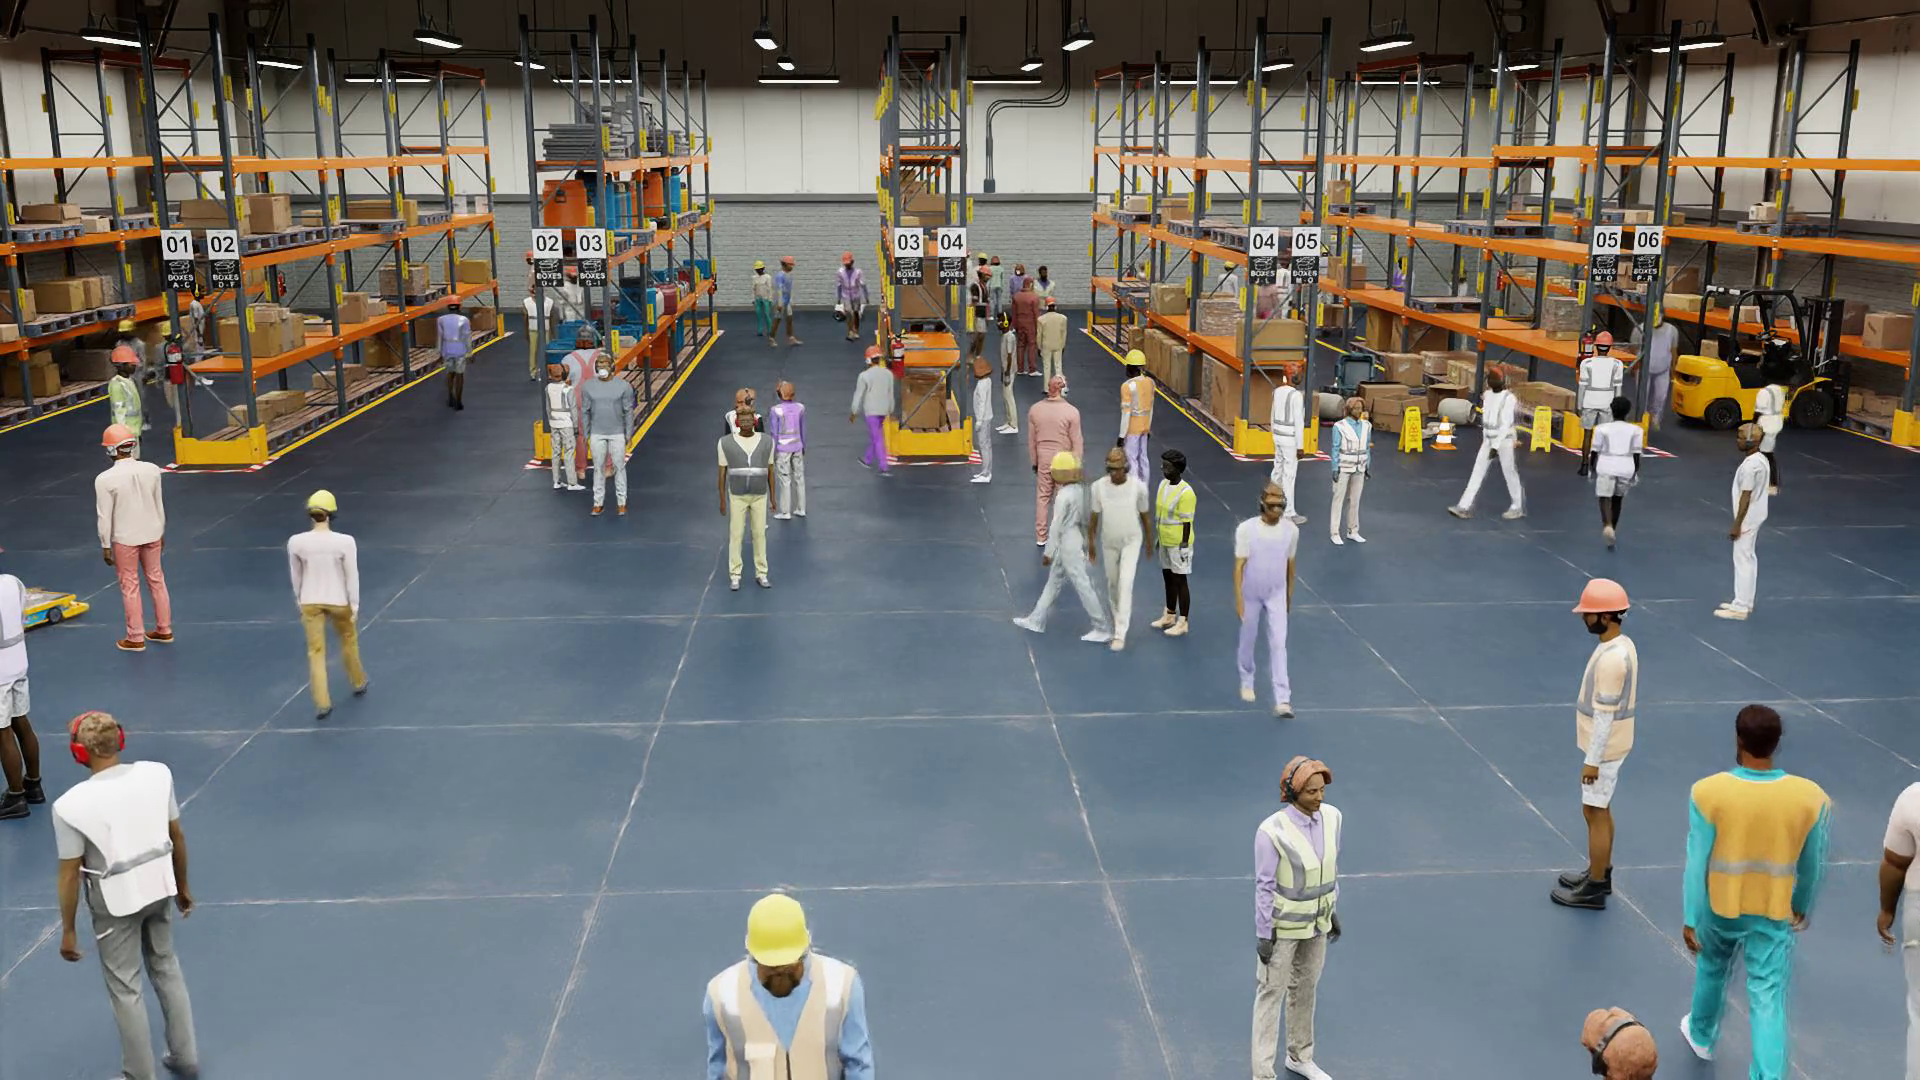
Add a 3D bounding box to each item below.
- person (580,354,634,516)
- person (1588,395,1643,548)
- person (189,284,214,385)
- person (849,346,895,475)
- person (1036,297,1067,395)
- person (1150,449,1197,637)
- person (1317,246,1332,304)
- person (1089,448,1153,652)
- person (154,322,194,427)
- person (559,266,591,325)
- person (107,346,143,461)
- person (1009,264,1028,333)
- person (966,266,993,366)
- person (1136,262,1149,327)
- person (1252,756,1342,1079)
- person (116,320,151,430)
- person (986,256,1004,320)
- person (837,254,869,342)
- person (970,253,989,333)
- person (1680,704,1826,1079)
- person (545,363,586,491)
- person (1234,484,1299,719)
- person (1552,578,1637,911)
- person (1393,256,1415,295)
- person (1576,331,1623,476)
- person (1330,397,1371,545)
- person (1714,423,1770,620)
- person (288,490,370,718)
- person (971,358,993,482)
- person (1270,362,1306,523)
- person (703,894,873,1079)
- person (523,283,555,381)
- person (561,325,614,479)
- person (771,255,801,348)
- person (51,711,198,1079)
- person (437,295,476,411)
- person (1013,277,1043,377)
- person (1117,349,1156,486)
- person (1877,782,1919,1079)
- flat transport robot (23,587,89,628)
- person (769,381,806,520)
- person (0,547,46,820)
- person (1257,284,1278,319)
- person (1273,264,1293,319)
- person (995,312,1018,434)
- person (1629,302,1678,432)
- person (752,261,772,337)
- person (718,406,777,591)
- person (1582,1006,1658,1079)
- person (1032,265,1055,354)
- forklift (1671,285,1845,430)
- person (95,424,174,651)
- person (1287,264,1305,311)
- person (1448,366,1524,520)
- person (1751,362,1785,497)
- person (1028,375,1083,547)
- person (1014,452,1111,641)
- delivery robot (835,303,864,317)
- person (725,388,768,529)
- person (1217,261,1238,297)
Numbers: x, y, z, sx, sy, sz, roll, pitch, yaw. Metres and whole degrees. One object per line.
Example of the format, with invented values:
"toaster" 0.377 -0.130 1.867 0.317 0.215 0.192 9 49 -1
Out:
"person" -4.187 -1.249 19.777 0.631 1.940 0.372 -1 13 -3
"person" 7.195 -0.749 18.246 0.530 1.666 0.787 2 13 10
"person" -14.049 -3.792 30.741 0.329 1.858 0.506 -5 14 -20
"person" -1.205 -1.754 22.390 0.585 1.704 0.873 -12 18 -41
"person" 1.615 -3.445 29.526 0.550 1.734 0.383 -3 14 -12
"person" 1.924 0.017 14.952 0.319 1.694 0.533 -5 14 -22
"person" 9.422 -6.690 43.049 0.588 1.835 0.403 0 13 1
"person" 1.433 0.016 14.754 0.537 1.797 0.931 4 14 15
"person" -11.953 -2.470 25.381 0.509 1.733 0.763 0 13 1
"person" -7.707 -4.521 33.514 0.632 1.990 1.039 -8 15 -29
"person" -9.801 -1.272 19.675 0.402 2.033 0.605 -3 14 -13
"person" 1.401 -5.707 39.316 0.498 1.633 0.279 3 14 14
"person" 0.405 -4.459 33.257 0.424 2.018 0.665 5 14 20
"person" 4.437 -5.902 40.173 0.597 1.605 0.640 -9 16 -35
"person" 1.541 1.771 7.624 0.522 1.640 0.306 -10 16 -35
"person" -12.748 -2.499 25.543 0.495 1.714 0.790 0 13 1
"person" 0.900 -6.425 42.385 0.506 1.624 0.288 -8 15 -30
"person" -2.424 -5.504 37.742 0.740 1.972 1.073 1 13 5
"person" 0.464 -5.838 39.343 0.566 1.876 0.625 -6 14 -23
"person" 3.612 1.669 7.599 0.609 1.867 1.038 3 14 11
"person" -5.062 -1.440 21.225 0.511 1.641 0.307 8 16 31
"person" 2.359 0.470 12.801 0.519 1.794 0.975 0 13 -1
"person" 3.669 1.166 9.585 0.389 1.925 0.547 6 15 24
"person" 10.338 -5.709 38.910 0.429 1.837 0.627 -6 15 -24
"person" 8.498 -1.807 22.147 0.551 1.934 0.373 3 14 14
"person" 4.314 -0.771 18.385 0.514 1.645 0.307 -6 15 -25
"person" 7.298 -0.175 15.445 0.336 1.839 0.503 9 16 34
"person" -4.924 0.460 12.992 0.528 1.734 0.846 -2 13 -9
"person" 0.292 -1.570 21.790 0.287 1.633 0.497 2 13 10
"person" 3.833 -1.136 19.418 0.357 1.883 0.573 -5 14 -20
"person" -0.620 2.079 6.045 0.587 1.777 0.959 -2 13 -10
"person" -7.924 -3.933 31.342 0.563 1.847 0.394 -6 14 -22
"person" -4.921 -1.834 22.037 0.673 2.000 0.536 -3 14 -14
"person" -3.875 -5.223 36.466 0.594 2.026 0.646 3 14 12
"person" -3.831 1.675 7.649 0.443 1.823 0.594 7 15 27
"person" -8.415 -3.127 27.788 0.560 1.910 0.561 1 13 5
"person" 1.318 -4.090 31.889 0.641 1.905 0.408 12 18 41
"person" 2.125 -1.352 20.233 0.358 1.930 0.590 12 18 40
"person" 4.416 1.647 7.290 0.703 2.000 0.979 7 15 29
"flat transport robot" -8.726 0.701 15.090 0.652 0.197 1.431 4 14 16
"person" -2.027 -1.052 19.586 0.523 1.638 0.311 -13 18 -43
"person" -6.278 0.864 10.828 0.358 1.937 0.548 -1 13 -3
"person" 6.497 -4.863 35.582 0.549 1.702 0.924 11 17 39
"person" 7.408 -5.556 38.156 0.358 1.880 0.575 -8 16 -32
"person" 0.719 -2.564 25.530 0.325 1.861 0.503 -2 13 -8
"person" 10.586 -2.638 25.445 0.697 2.000 0.583 4 14 16
"person" -4.589 -5.580 38.518 0.537 1.760 0.346 7 15 27
"person" -2.105 -0.427 16.492 0.574 1.843 0.375 -4 14 -17
"person" 2.088 2.293 5.404 0.521 1.645 0.307 -2 13 -7
"person" 1.731 -4.820 34.977 0.596 1.904 0.455 -5 14 -19
"forklift" 12.503 -2.886 26.166 2.313 2.155 1.214 -1 13 -3
"person" -7.216 -0.025 14.507 0.400 1.986 0.606 8 16 31
"person" 9.045 -7.101 44.636 0.652 1.906 0.408 10 16 36
"person" 6.255 -1.124 19.479 1.027 1.829 0.575 -6 14 -23
"person" 10.110 -1.399 21.001 0.679 1.668 0.537 13 18 43
"person" 1.065 -0.850 18.157 0.651 1.907 0.409 8 16 31
"person" 0.936 0.057 14.787 0.947 1.680 0.508 5 14 19
"delivery robot" -2.802 -5.858 42.067 0.707 0.478 0.477 2 13 8
"person" -2.445 -0.915 19.009 0.523 1.636 0.309 7 15 26
"person" 6.184 -5.564 38.421 0.526 1.770 0.327 10 17 37
